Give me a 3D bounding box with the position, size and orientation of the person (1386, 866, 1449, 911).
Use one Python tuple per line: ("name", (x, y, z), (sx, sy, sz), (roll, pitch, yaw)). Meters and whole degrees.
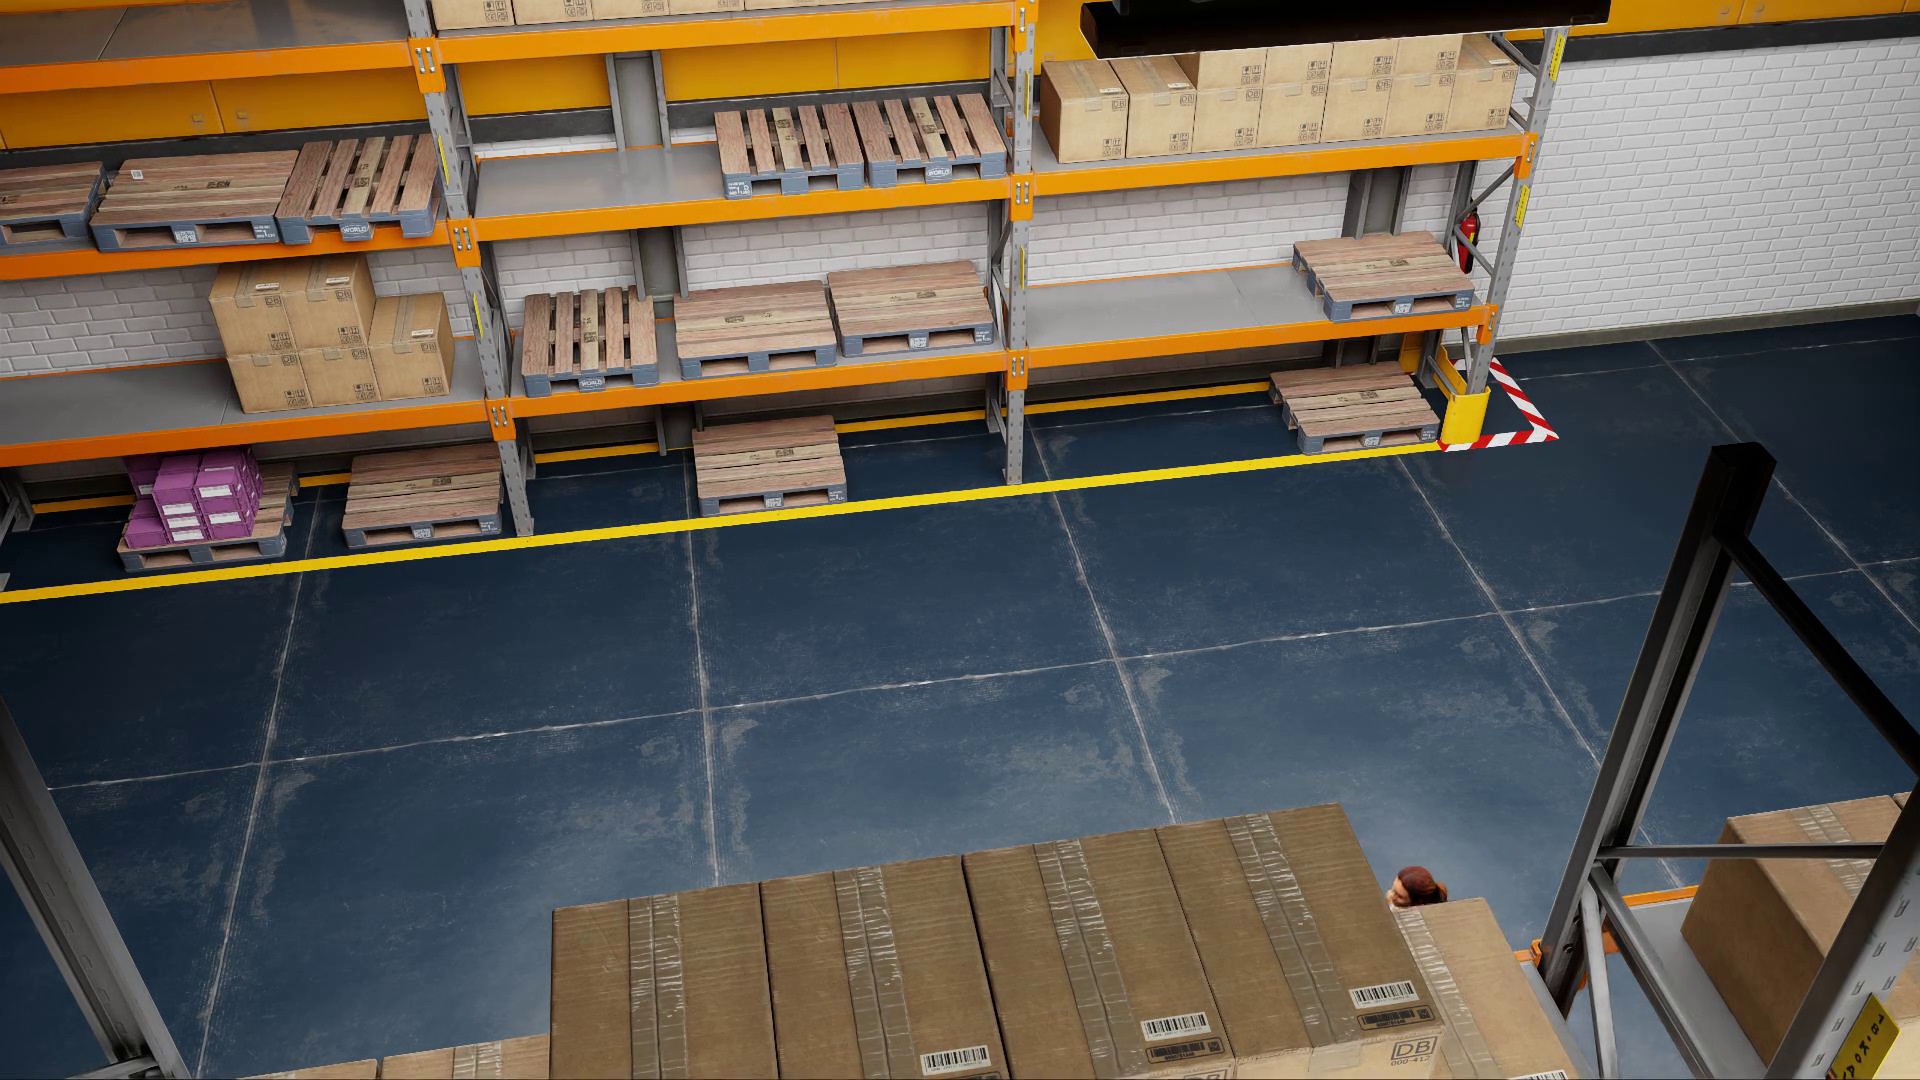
("person", (2.390, 2.354, 8.924), (1.120, 1.760, 0.687), (-10, 40, -13))
